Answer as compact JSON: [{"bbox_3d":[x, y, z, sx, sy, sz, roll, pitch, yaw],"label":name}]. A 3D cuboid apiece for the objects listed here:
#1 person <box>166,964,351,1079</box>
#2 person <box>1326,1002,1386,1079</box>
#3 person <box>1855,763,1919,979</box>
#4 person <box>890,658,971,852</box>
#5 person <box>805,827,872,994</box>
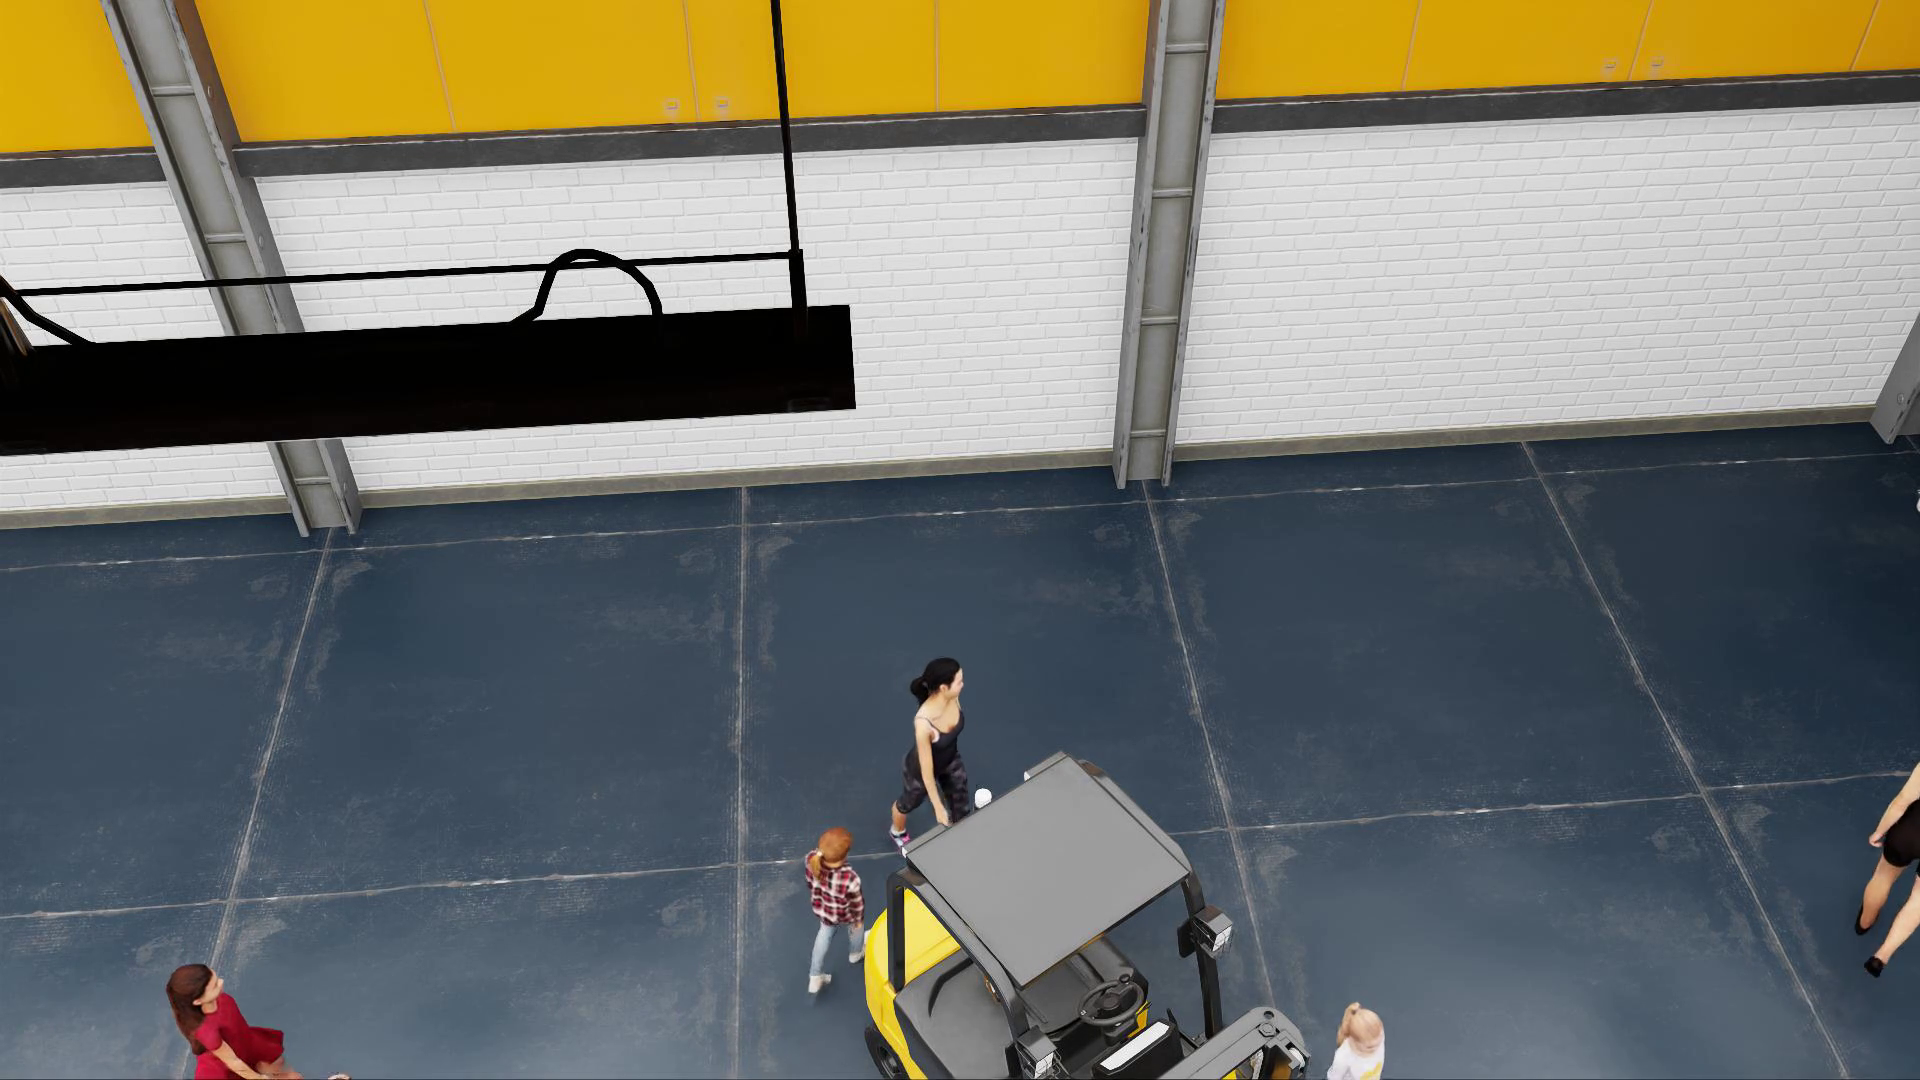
[{"bbox_3d":[-3.699,2.596,8.235,0.973,1.524,0.744,-18,46,-18],"label":"person"},{"bbox_3d":[1.916,2.679,8.332,0.620,1.269,0.675,-23,48,-23],"label":"person"},{"bbox_3d":[5.175,1.710,8.964,0.986,1.800,1.030,26,50,25],"label":"person"},{"bbox_3d":[-0.240,1.267,9.506,1.130,1.694,1.042,29,51,27],"label":"person"},{"bbox_3d":[-0.701,2.004,9.023,0.810,1.295,0.827,20,47,20],"label":"person"}]
